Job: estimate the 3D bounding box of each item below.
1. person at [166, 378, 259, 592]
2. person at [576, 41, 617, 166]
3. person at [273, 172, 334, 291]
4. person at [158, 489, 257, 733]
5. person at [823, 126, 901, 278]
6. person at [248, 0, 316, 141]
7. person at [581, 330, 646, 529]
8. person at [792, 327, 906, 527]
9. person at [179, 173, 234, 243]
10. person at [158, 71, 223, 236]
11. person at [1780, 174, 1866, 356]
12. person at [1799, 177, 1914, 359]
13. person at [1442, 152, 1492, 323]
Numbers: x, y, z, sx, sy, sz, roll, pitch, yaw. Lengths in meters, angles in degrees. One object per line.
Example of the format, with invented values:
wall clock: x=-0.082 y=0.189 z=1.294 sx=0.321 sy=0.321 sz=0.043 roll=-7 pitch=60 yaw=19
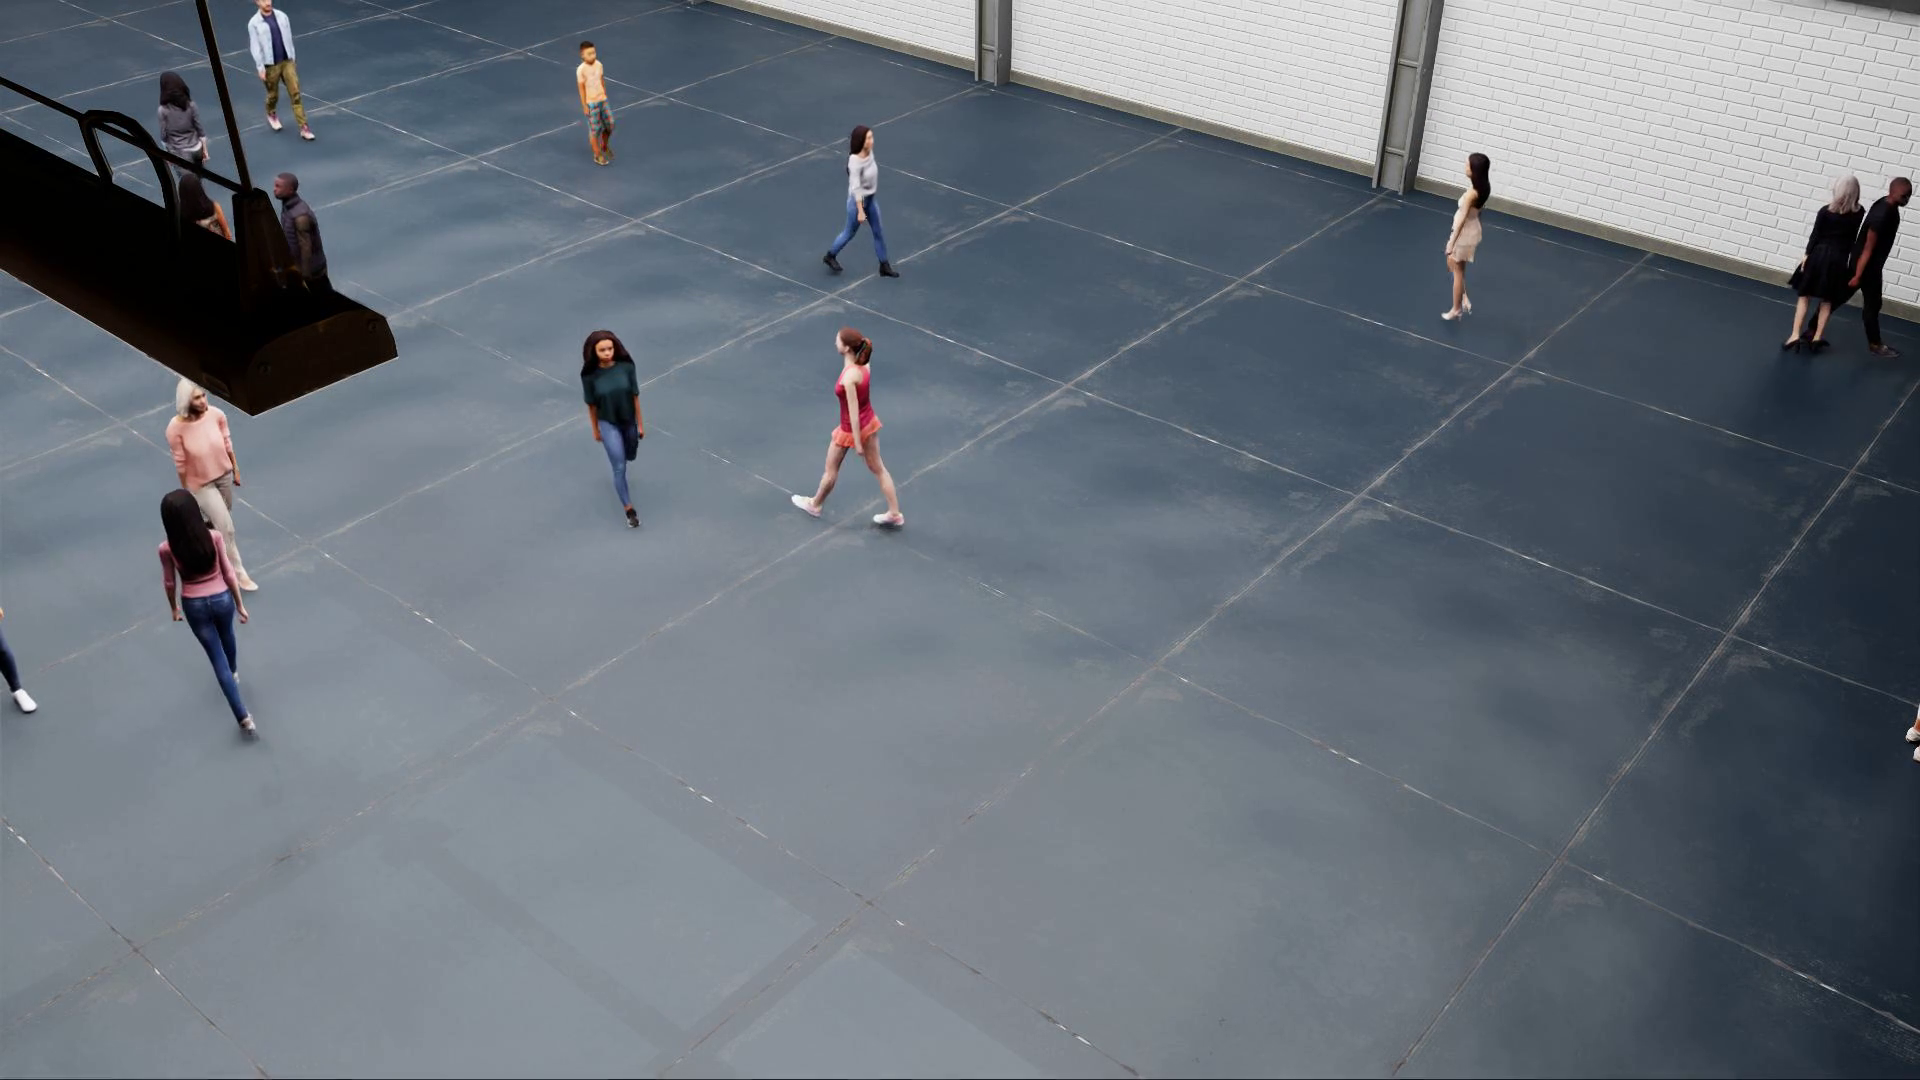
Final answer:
person: x=-5.617 y=-0.467 z=12.349 sx=1.076 sy=1.687 sz=0.617 roll=24 pitch=40 yaw=32
person: x=-4.359 y=-5.186 z=19.656 sx=0.539 sy=1.457 sz=0.549 roll=26 pitch=41 yaw=33
person: x=-5.911 y=-2.504 z=15.320 sx=0.940 sy=1.792 sz=1.163 roll=-22 pitch=40 yaw=-30
person: x=-4.912 y=0.492 z=10.897 sx=0.826 sy=1.698 sz=1.193 roll=-19 pitch=38 yaw=-26
person: x=-1.083 y=-3.404 z=16.852 sx=1.136 sy=1.594 sz=0.830 roll=13 pitch=36 yaw=19
person: x=-8.383 y=-5.814 z=20.316 sx=0.759 sy=1.774 sz=1.190 roll=-28 pitch=43 yaw=-35
person: x=-2.722 y=-0.951 z=13.164 sx=0.871 sy=1.592 sz=1.132 roll=-14 pitch=36 yaw=-20
person: x=-0.721 y=-0.833 z=12.884 sx=1.203 sy=1.705 sz=0.790 roll=14 pitch=36 yaw=19
person: x=-7.051 y=-2.635 z=15.658 sx=0.758 sy=1.634 sz=0.773 roll=-14 pitch=36 yaw=-20
person: x=-8.201 y=-4.068 z=17.735 sx=1.116 sy=1.722 sz=0.610 roll=28 pitch=43 yaw=35
person: x=8.032 y=-2.546 z=15.432 sx=0.687 sy=1.737 sz=0.777 roll=4 pitch=34 yaw=6
person: x=8.276 y=-2.515 z=15.362 sx=1.189 sy=1.764 sz=0.941 roll=15 pitch=36 yaw=21
person: x=4.909 y=-2.851 z=15.900 sx=0.610 sy=1.727 sz=0.630 roll=21 pitch=39 yaw=28
